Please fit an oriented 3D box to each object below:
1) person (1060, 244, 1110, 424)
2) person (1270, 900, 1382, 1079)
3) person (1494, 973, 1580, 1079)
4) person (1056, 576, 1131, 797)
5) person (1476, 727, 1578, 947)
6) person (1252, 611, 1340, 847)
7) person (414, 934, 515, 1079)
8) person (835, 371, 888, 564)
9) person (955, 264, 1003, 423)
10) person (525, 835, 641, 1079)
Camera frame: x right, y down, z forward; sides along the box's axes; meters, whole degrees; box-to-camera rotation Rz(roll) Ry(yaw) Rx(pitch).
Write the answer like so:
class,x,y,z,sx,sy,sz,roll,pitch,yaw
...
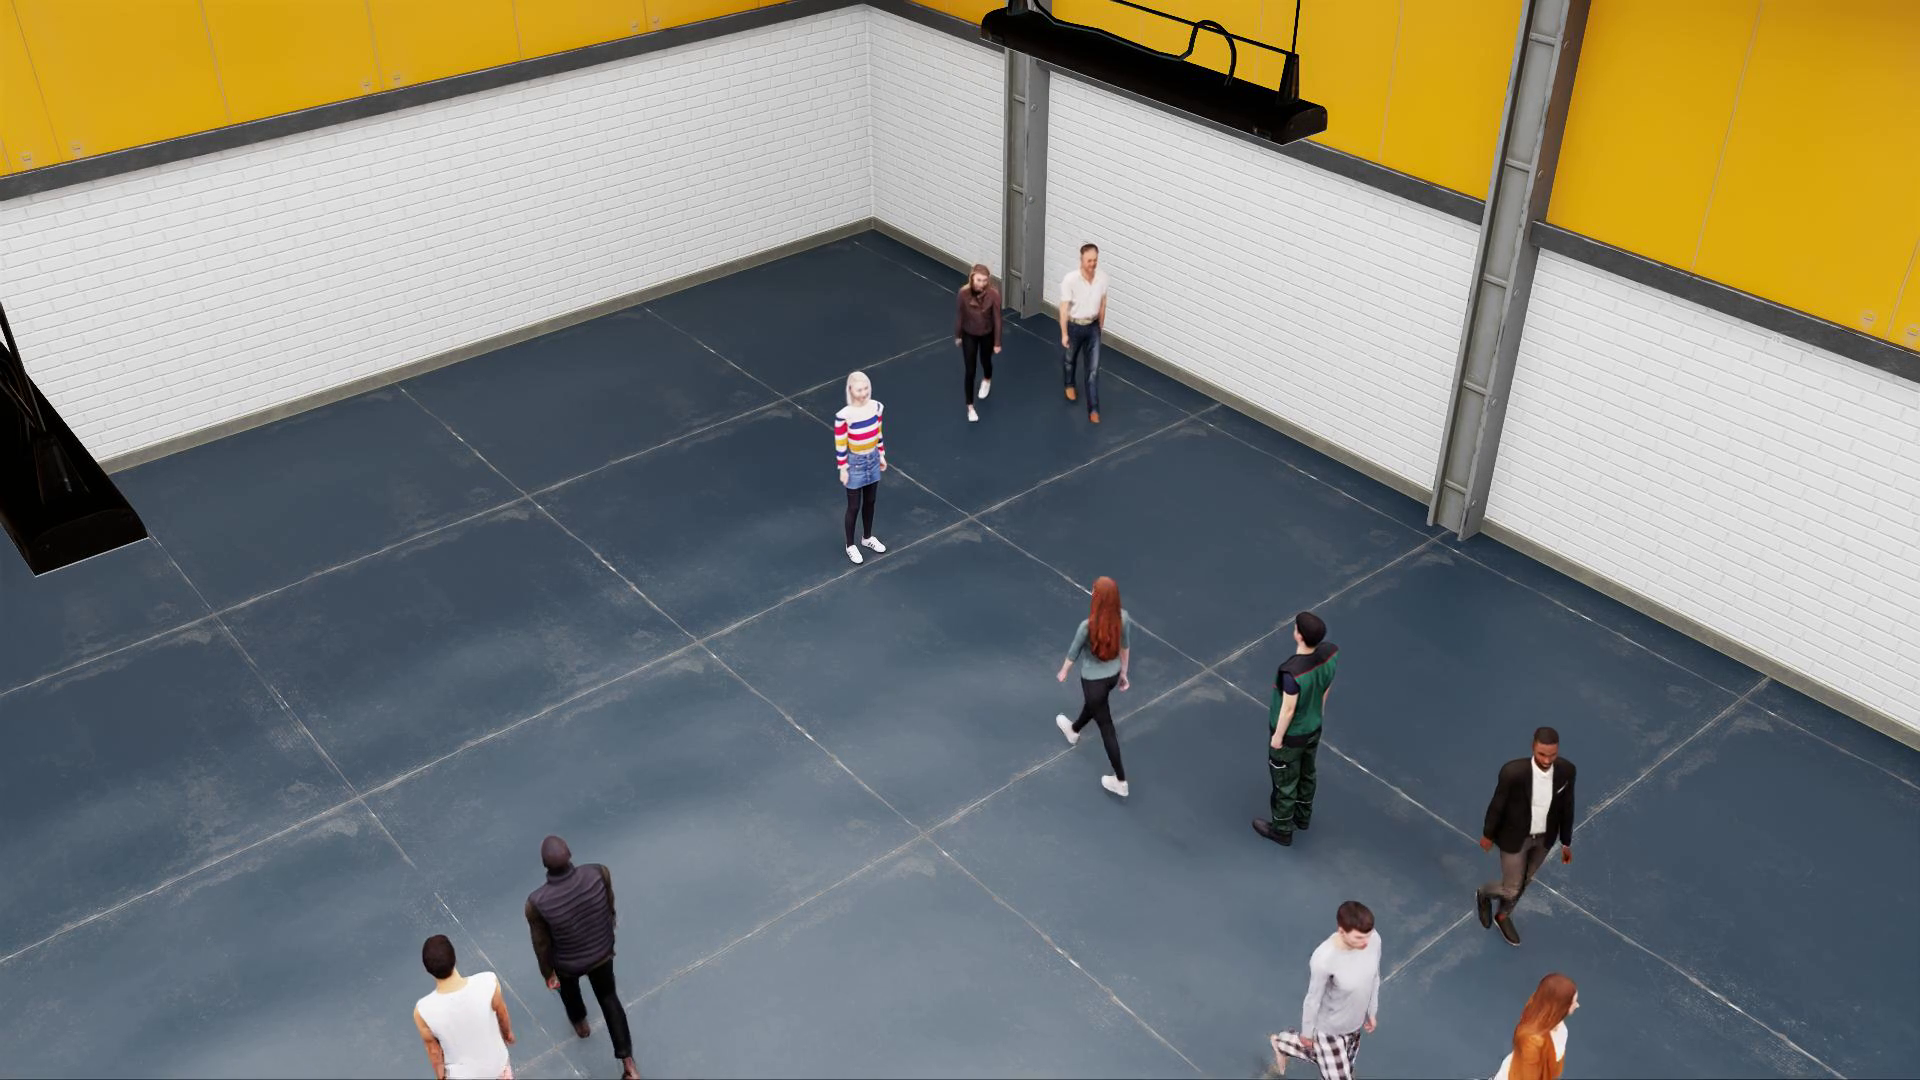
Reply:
class,x,y,z,sx,sy,sz,roll,pitch,yaw
person,1.190,-2.174,16.841,1.096,1.805,1.307,-5,34,-7
person,2.107,2.686,9.516,0.676,1.820,1.051,-20,39,-28
person,3.003,2.988,9.188,1.206,1.679,0.879,18,37,24
person,1.058,1.092,12.033,0.711,1.688,1.207,-19,38,-26
person,3.615,1.858,10.790,0.822,1.789,0.846,-7,34,-11
person,2.341,1.296,11.536,0.690,1.899,0.570,-28,43,-35
person,-2.670,2.927,9.207,0.845,1.760,1.140,-13,36,-18
person,-0.869,-0.661,14.562,0.649,1.808,0.502,-24,41,-32
person,0.201,-2.082,16.840,1.121,1.652,1.187,5,34,8
person,-2.193,2.496,9.819,0.824,1.801,1.216,-18,38,-25
